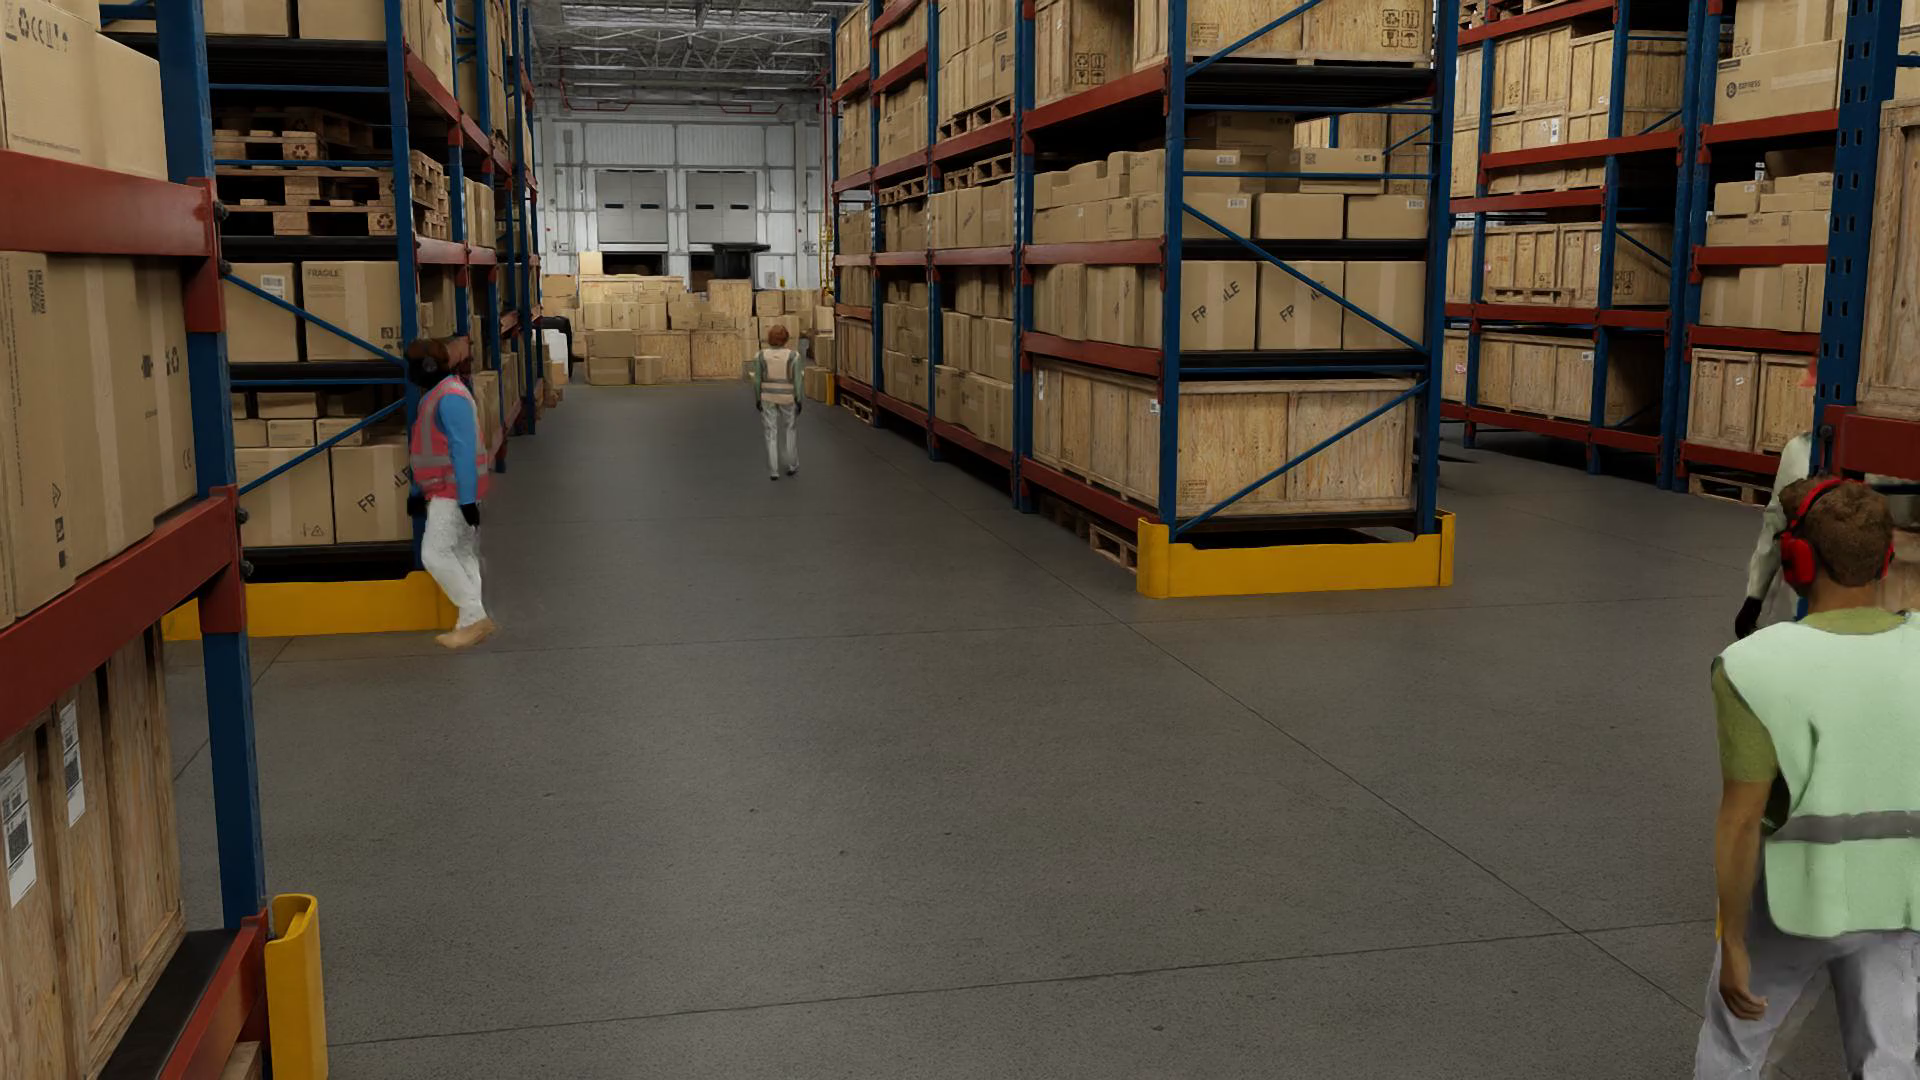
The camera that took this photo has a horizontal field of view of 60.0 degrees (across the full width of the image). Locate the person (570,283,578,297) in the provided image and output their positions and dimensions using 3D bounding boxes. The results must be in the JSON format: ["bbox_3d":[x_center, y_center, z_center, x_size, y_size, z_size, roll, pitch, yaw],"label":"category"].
[{"bbox_3d":[-14.966,-9.202,64.814,0.868,1.586,0.544,-3,10,-20],"label":"person"}]

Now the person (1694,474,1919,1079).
[{"bbox_3d":[1.818,0.768,3.441,0.577,1.806,0.950,-1,9,-3],"label":"person"}]

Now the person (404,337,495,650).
[{"bbox_3d":[-2.985,-0.263,9.668,0.478,1.819,0.642,-3,10,-20],"label":"person"}]

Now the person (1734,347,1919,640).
[{"bbox_3d":[3.090,0.246,6.081,0.852,1.963,0.648,-2,10,-13],"label":"person"}]

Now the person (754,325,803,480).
[{"bbox_3d":[-1.909,-1.461,17.597,0.533,1.598,0.819,0,9,2],"label":"person"}]

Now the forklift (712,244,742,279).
[{"bbox_3d":[-6.149,-6.433,44.035,1.873,2.768,1.129,4,10,25],"label":"forklift"}]

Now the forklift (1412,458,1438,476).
[{"bbox_3d":[4.262,-2.157,17.973,1.129,2.768,1.873,-2,10,-12],"label":"forklift"}]
